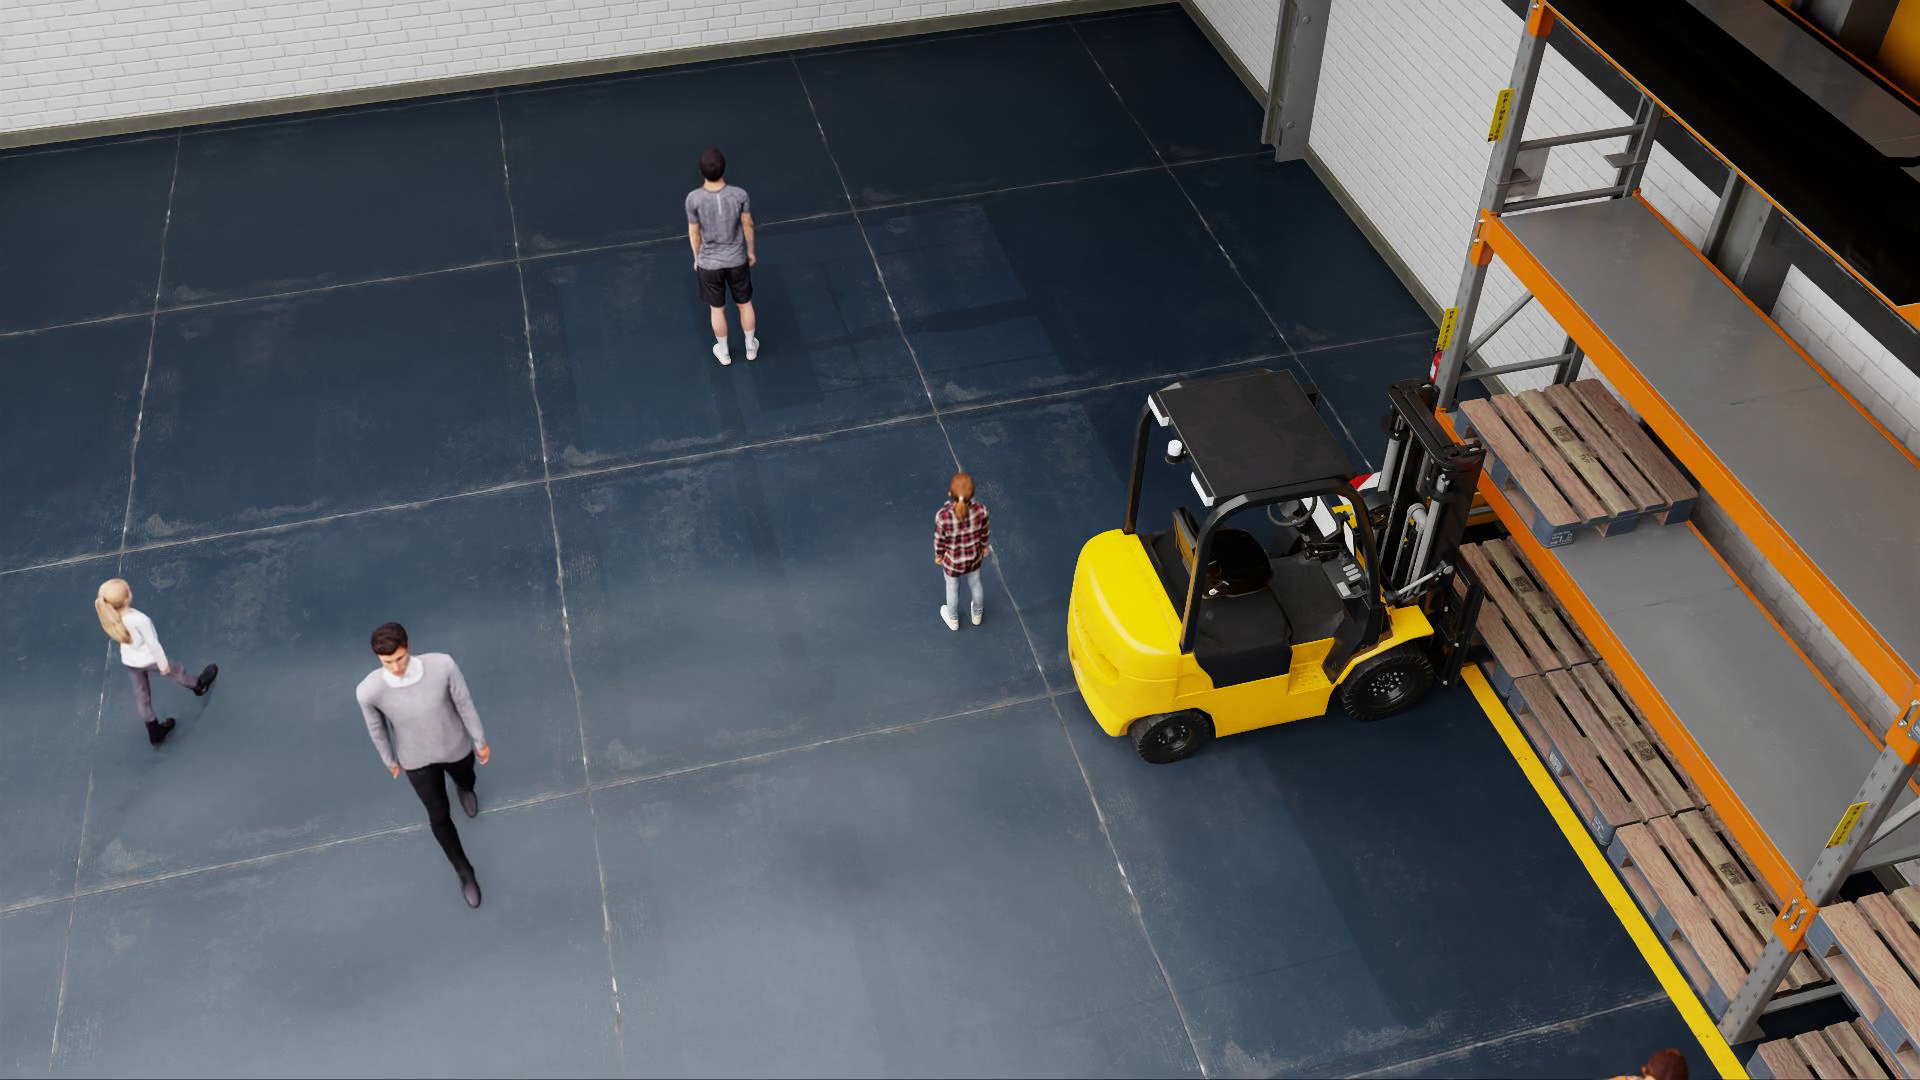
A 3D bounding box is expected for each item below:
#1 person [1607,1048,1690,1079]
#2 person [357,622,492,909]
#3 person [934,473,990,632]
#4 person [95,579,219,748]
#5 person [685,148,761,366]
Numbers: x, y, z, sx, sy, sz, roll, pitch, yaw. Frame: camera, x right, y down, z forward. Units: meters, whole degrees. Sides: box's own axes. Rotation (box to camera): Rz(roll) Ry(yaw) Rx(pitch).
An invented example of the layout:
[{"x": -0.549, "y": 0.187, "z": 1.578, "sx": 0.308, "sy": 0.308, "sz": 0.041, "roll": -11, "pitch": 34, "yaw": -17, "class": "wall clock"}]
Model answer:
[{"x": 3.075, "y": 2.806, "z": 7.733, "sx": 1.122, "sy": 1.742, "sz": 1.161, "roll": 23, "pitch": 48, "yaw": 23, "class": "person"}, {"x": -2.976, "y": 1.101, "z": 9.396, "sx": 0.921, "sy": 1.917, "sz": 1.278, "roll": -21, "pitch": 47, "yaw": -21, "class": "person"}, {"x": 0.015, "y": 0.077, "z": 10.915, "sx": 0.521, "sy": 1.305, "sz": 0.504, "roll": -9, "pitch": 44, "yaw": -9, "class": "person"}, {"x": -5.053, "y": 0.774, "z": 10.222, "sx": 0.755, "sy": 1.251, "sz": 0.932, "roll": 8, "pitch": 44, "yaw": 9, "class": "person"}, {"x": -1.832, "y": -2.177, "z": 12.871, "sx": 0.646, "sy": 1.871, "sz": 0.544, "roll": -9, "pitch": 44, "yaw": -9, "class": "person"}]
